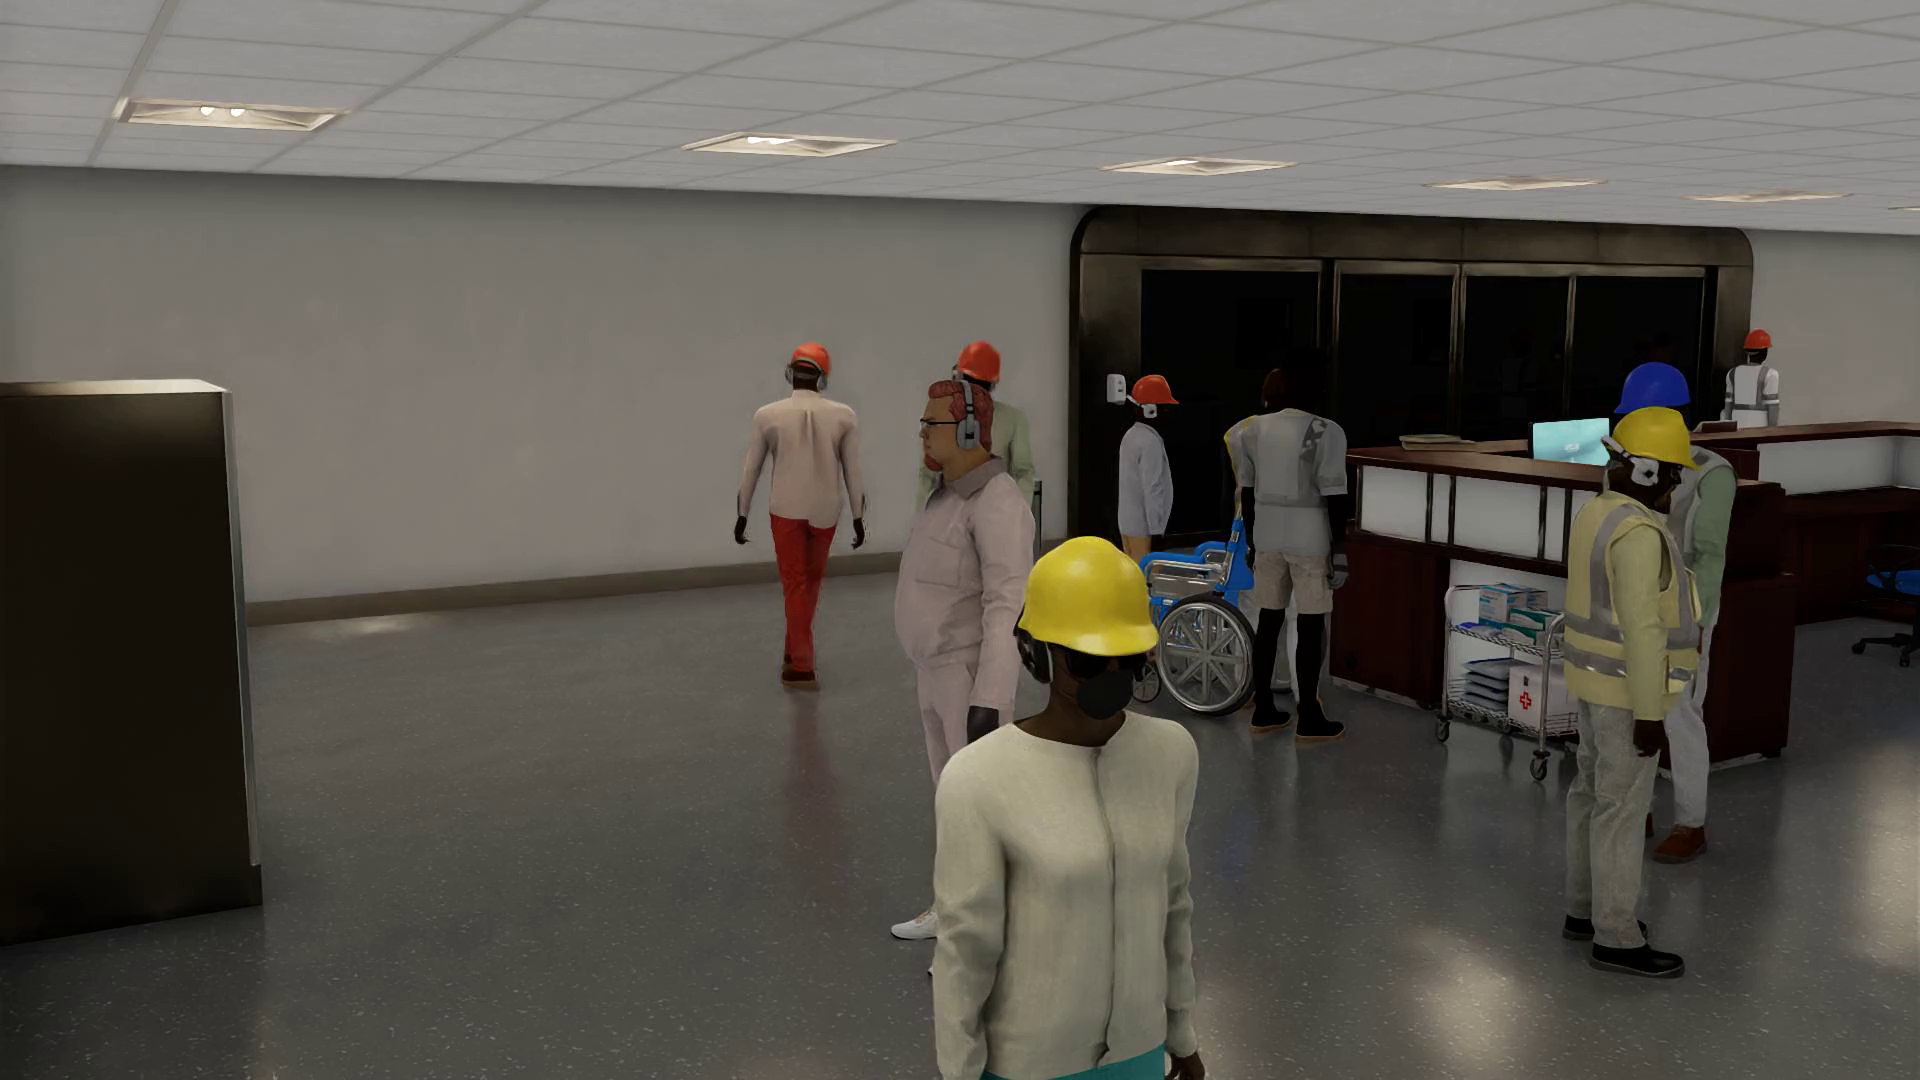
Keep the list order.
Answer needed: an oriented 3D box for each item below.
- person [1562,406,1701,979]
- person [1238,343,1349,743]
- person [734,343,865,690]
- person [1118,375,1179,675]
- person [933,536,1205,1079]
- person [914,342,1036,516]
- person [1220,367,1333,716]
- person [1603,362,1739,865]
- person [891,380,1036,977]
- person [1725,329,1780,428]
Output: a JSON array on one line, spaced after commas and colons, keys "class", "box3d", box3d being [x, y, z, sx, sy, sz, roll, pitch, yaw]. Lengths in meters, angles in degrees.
[{"class": "person", "box3d": [2.172, 0.479, 5.400, 0.403, 1.823, 0.588, 1, 8, 4]}, {"class": "person", "box3d": [1.664, 0.017, 8.231, 0.361, 1.961, 0.614, -7, 11, -42]}, {"class": "person", "box3d": [-0.936, -0.157, 9.572, 0.717, 1.925, 0.926, -2, 8, -16]}, {"class": "person", "box3d": [1.105, -0.093, 9.773, 0.338, 1.752, 0.564, -1, 8, -7]}, {"class": "person", "box3d": [0.200, 0.867, 2.792, 0.533, 1.767, 0.325, -5, 9, -31]}, {"class": "person", "box3d": [0.076, -0.093, 9.059, 0.661, 1.956, 0.500, 0, 8, 1]}, {"class": "person", "box3d": [1.684, 0.009, 8.788, 0.633, 1.836, 0.429, 5, 9, 31]}, {"class": "person", "box3d": [2.693, 0.277, 6.474, 0.417, 1.933, 0.617, -4, 9, -26]}, {"class": "person", "box3d": [-0.011, 0.441, 5.366, 0.406, 1.910, 0.637, -3, 8, -18]}, {"class": "person", "box3d": [7.728, -1.075, 16.215, 0.352, 1.942, 0.546, -5, 9, -31]}]
